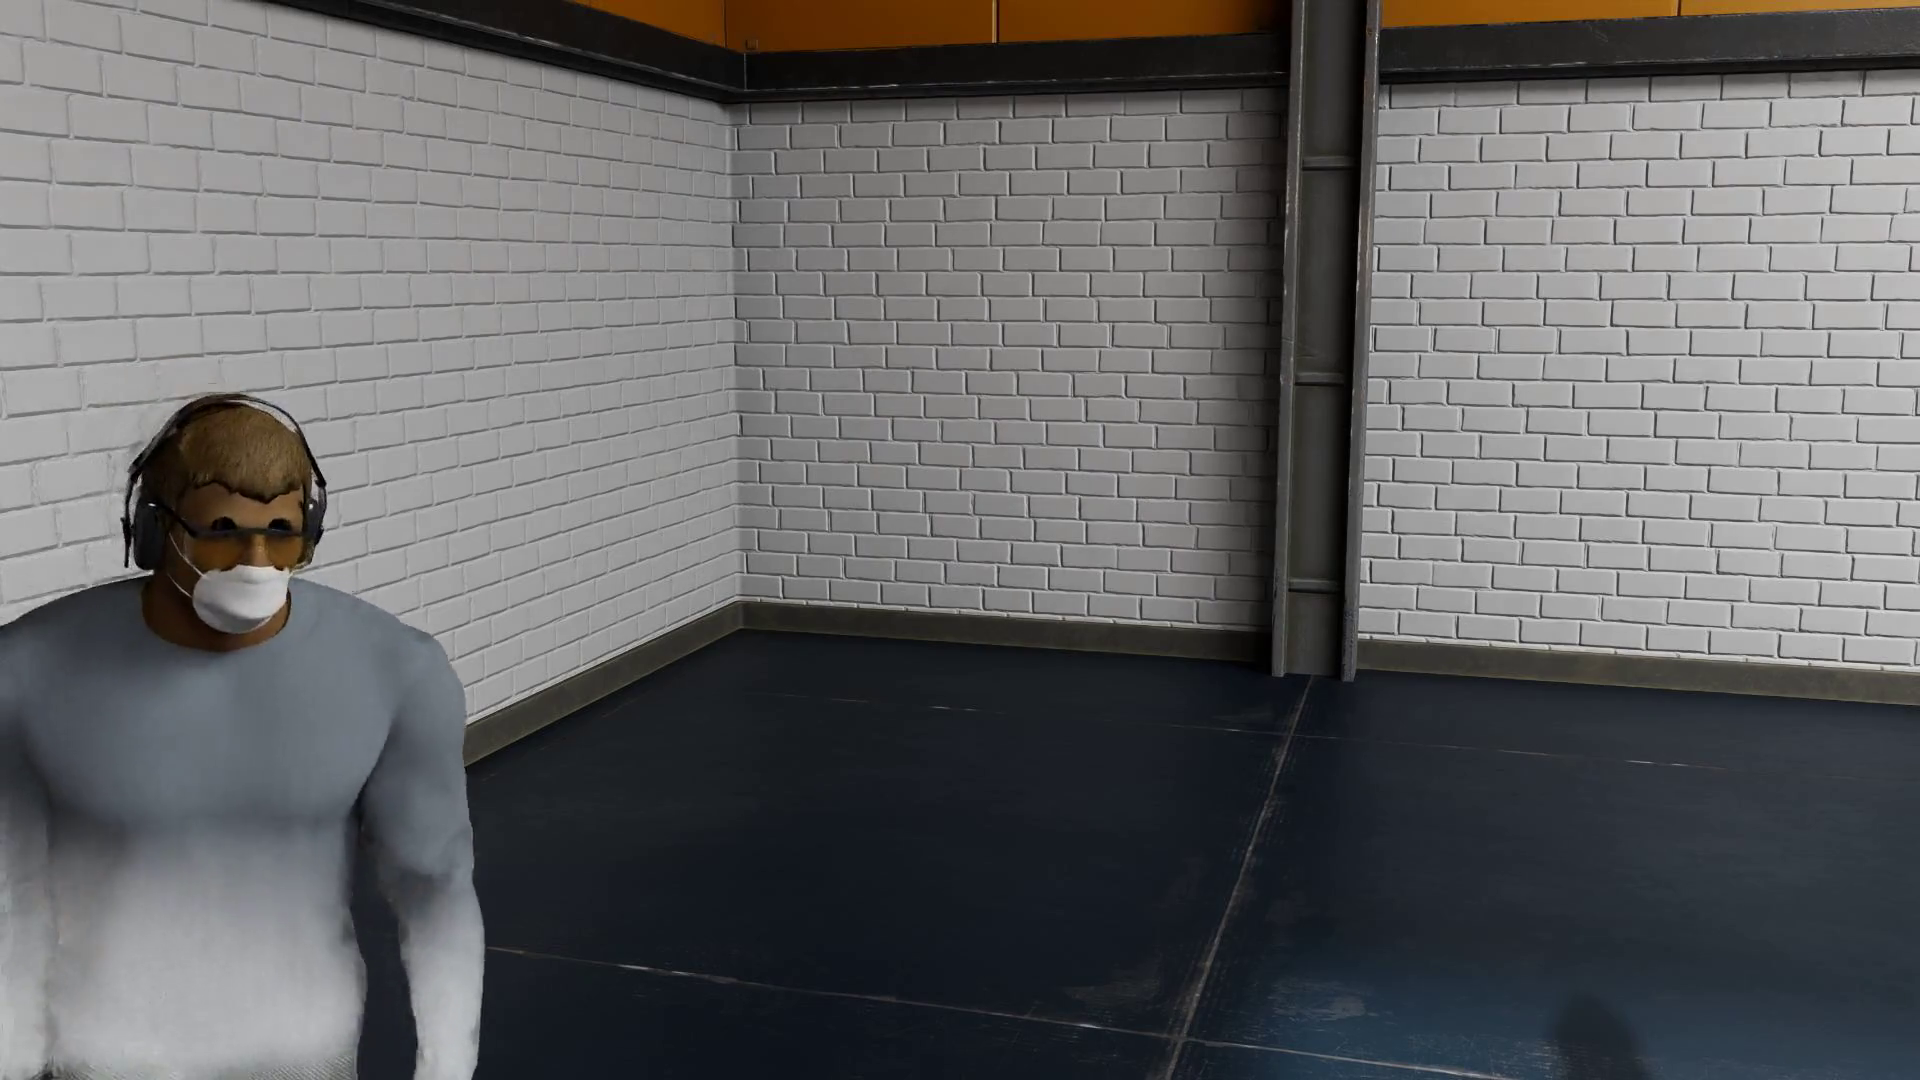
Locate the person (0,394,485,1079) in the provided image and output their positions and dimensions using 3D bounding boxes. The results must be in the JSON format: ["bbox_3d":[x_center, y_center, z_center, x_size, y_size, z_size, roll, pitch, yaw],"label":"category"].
[{"bbox_3d":[-0.988,0.729,2.288,0.637,1.855,1.058,-5,11,-28],"label":"person"}]
